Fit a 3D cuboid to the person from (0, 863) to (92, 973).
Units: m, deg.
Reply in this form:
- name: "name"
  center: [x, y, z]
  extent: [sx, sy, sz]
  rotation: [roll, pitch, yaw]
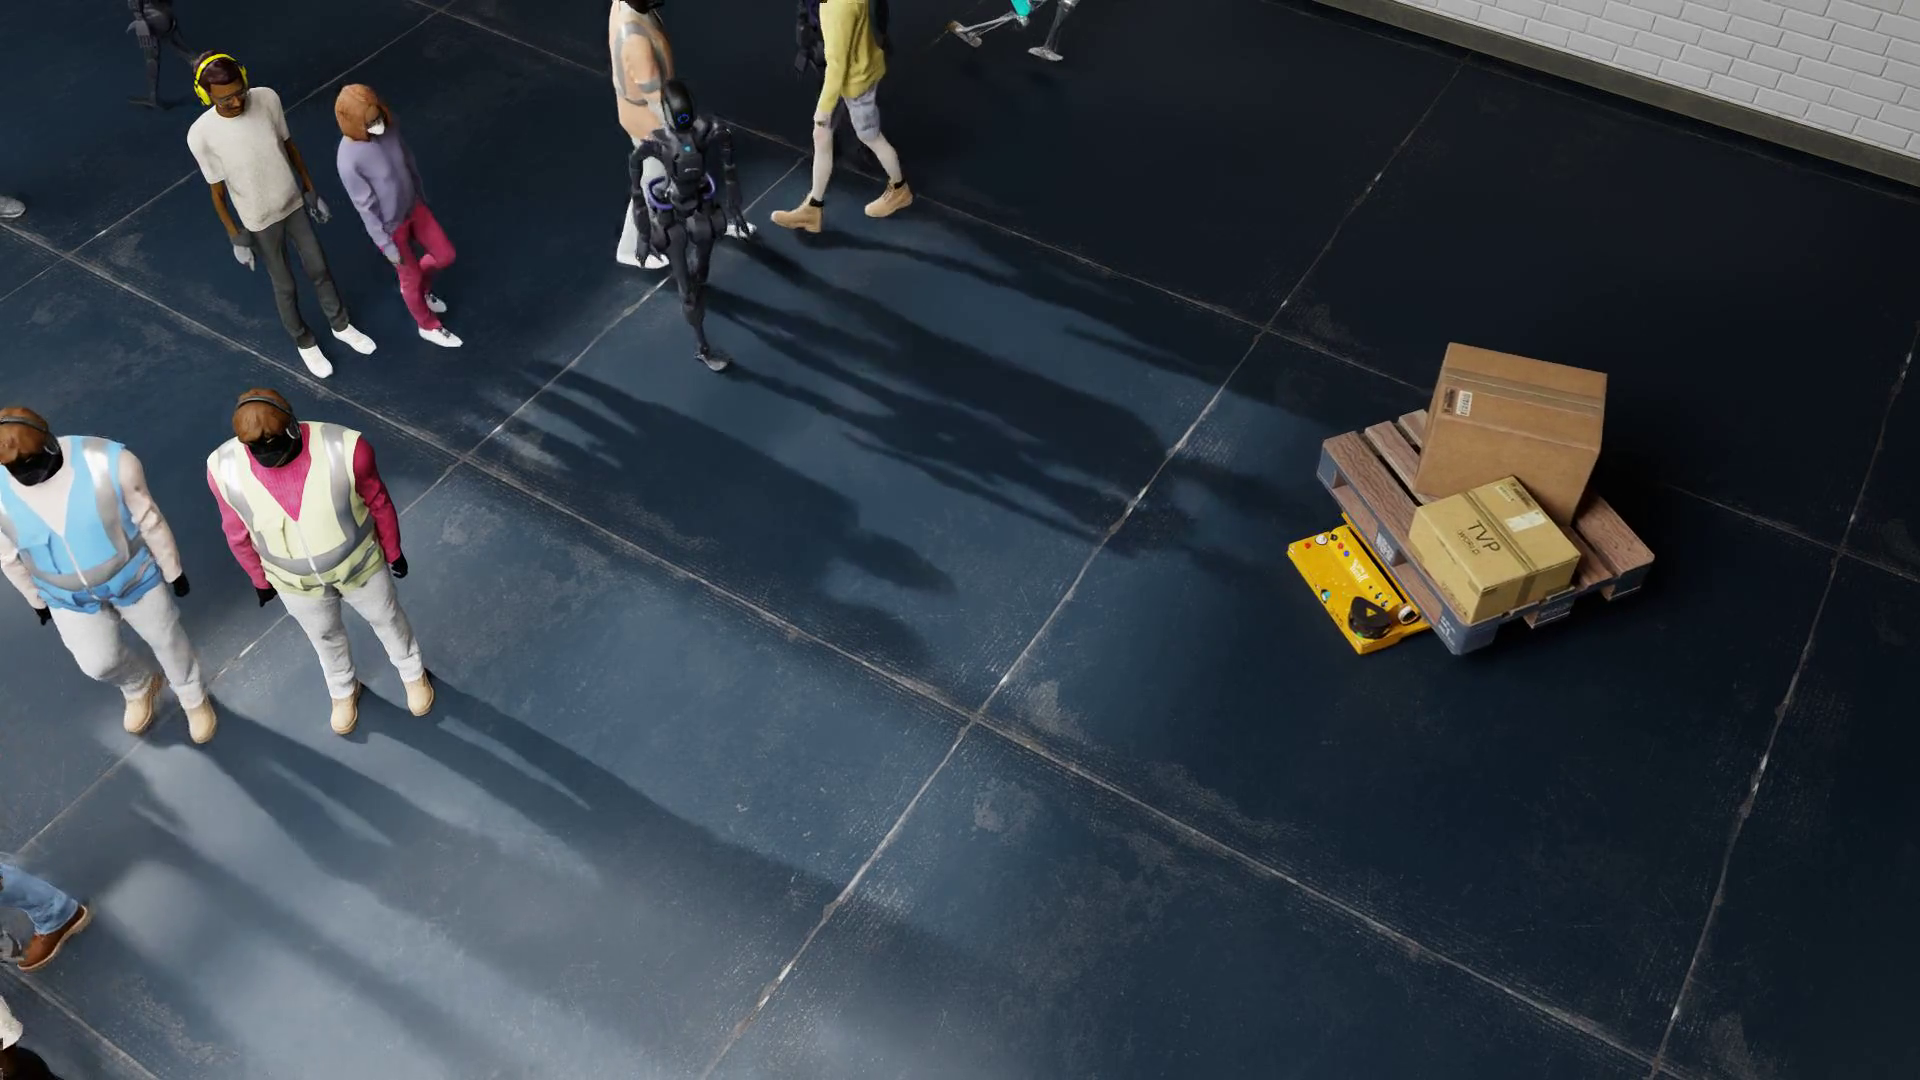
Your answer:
- name: "person"
  center: [-3.774, 1.163, 5.695]
  extent: [0.617, 1.921, 1.036]
  rotation: [34, 57, 26]

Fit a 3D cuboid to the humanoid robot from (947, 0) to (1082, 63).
- name: "humanoid robot"
  center: [0.385, -3.590, 9.976]
  extent: [1.015, 1.731, 0.549]
  rotation: [27, 54, 21]

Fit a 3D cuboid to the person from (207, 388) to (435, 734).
- name: "person"
  center: [-2.546, 0.097, 6.686]
  extent: [0.632, 1.842, 0.429]
  rotation: [-12, 50, -11]

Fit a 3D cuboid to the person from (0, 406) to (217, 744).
- name: "person"
  center: [-3.418, 0.159, 6.641]
  extent: [0.627, 1.836, 0.429]
  rotation: [-15, 51, -13]

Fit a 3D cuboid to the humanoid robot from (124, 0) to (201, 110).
- name: "humanoid robot"
  center: [-4.751, -3.177, 9.687]
  extent: [0.731, 1.617, 0.615]
  rotation: [-13, 50, -12]

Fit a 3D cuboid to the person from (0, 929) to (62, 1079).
- name: "person"
  center: [-3.402, 1.511, 5.383]
  extent: [0.620, 1.937, 0.713]
  rotation: [-20, 52, -17]

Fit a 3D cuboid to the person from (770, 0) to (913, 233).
- name: "person"
  center: [-0.655, -2.478, 8.947]
  extent: [0.886, 1.835, 0.487]
  rotation: [-11, 50, -9]

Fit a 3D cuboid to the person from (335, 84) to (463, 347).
- name: "person"
  center: [-2.803, -1.600, 8.325]
  extent: [0.346, 1.615, 0.515]
  rotation: [15, 51, 13]

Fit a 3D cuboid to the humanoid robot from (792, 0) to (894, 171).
- name: "humanoid robot"
  center: [-0.675, -2.855, 9.388]
  extent: [0.609, 1.628, 0.507]
  rotation: [-22, 52, -18]

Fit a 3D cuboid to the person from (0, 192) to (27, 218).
- name: "person"
  center: [-5.754, -2.514, 8.925]
  extent: [0.722, 1.910, 0.476]
  rotation: [5, 49, 4]

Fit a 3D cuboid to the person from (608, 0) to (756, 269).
- name: "person"
  center: [-1.573, -2.229, 8.695]
  extent: [0.802, 1.898, 0.620]
  rotation: [-6, 49, -5]

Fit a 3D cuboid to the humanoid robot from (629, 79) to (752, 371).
- name: "humanoid robot"
  center: [-1.373, -1.642, 8.355]
  extent: [0.599, 1.642, 0.747]
  rotation: [-20, 52, -17]

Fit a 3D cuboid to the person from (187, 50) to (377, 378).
- name: "person"
  center: [-3.342, -1.582, 8.149]
  extent: [0.353, 1.856, 0.520]
  rotation: [30, 55, 24]

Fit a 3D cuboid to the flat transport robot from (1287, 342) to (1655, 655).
- name: "flat transport robot"
  center: [2.327, 0.037, 7.783]
  extent: [1.431, 0.231, 0.659]
  rotation: [-17, 51, -15]
